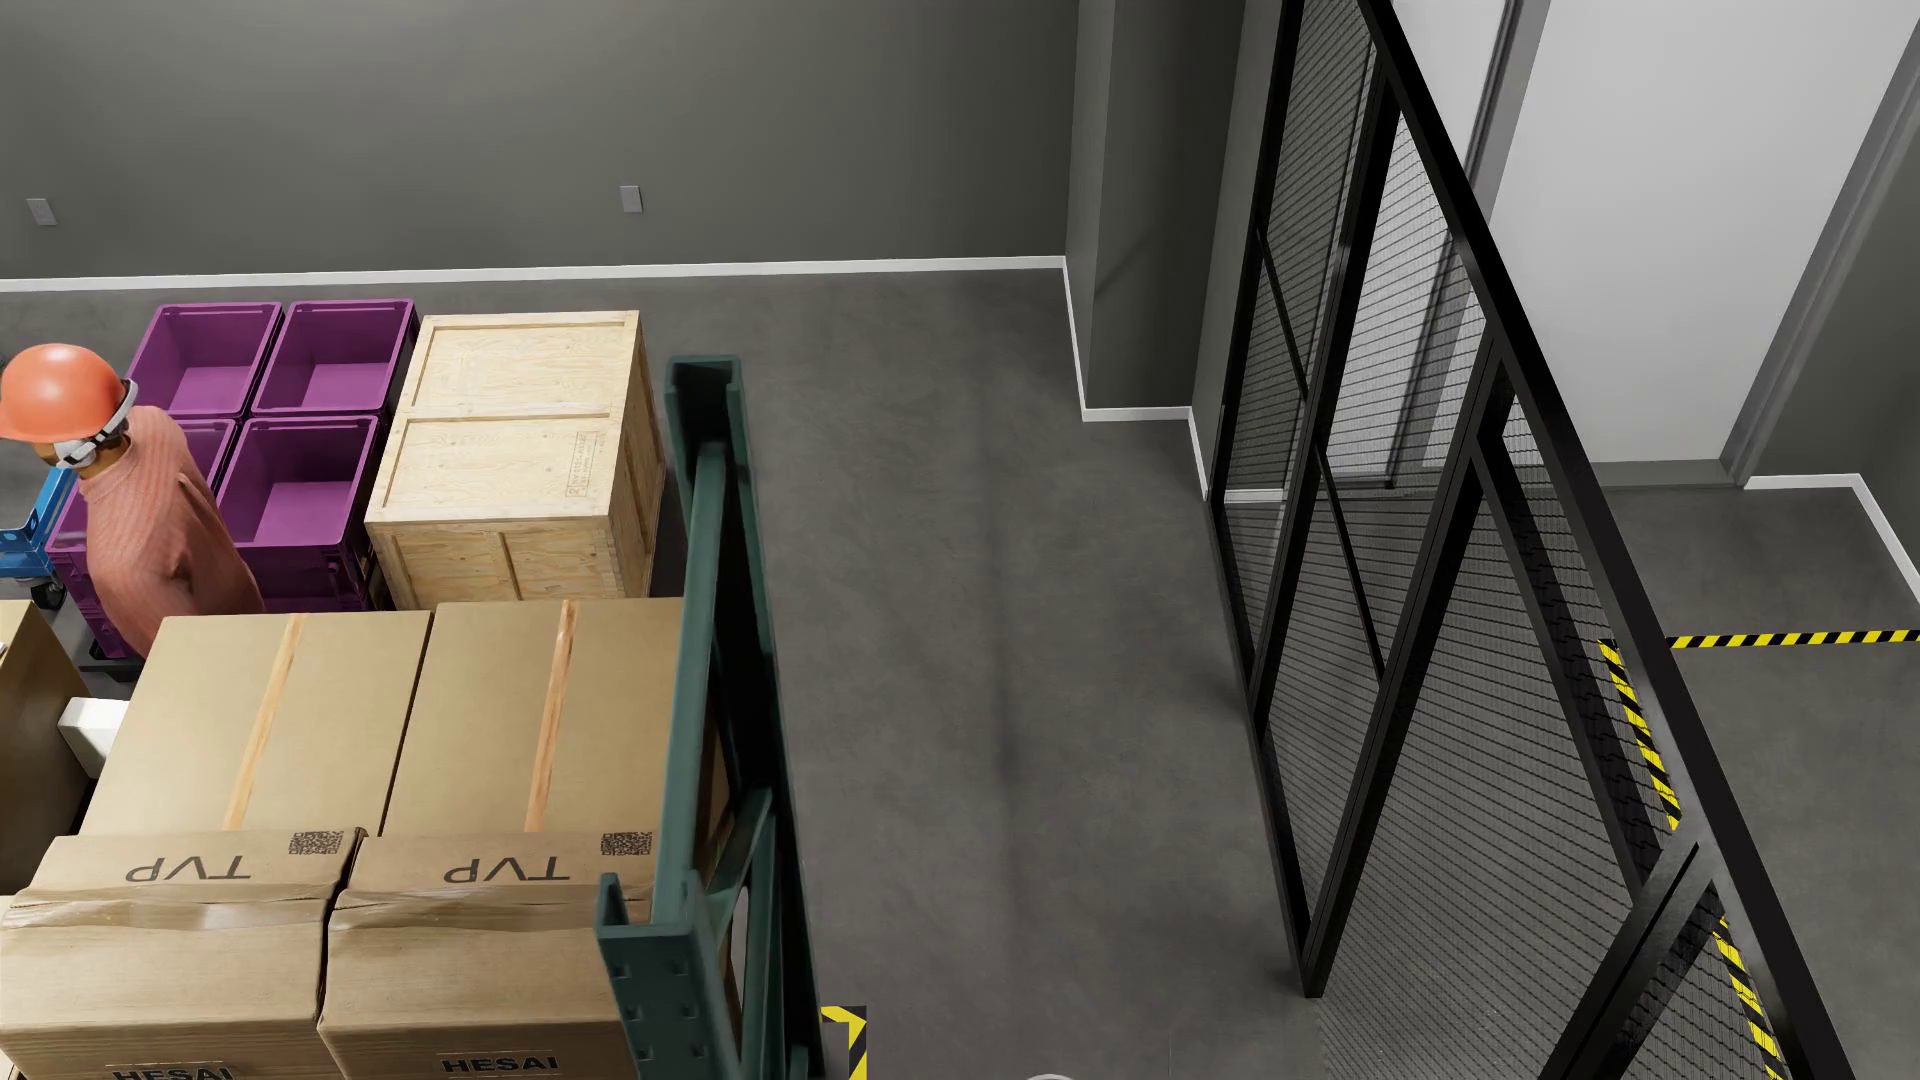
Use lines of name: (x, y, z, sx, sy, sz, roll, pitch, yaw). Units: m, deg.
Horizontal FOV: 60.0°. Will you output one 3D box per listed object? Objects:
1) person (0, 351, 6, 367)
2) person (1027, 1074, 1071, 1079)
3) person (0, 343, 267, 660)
person: (-4.036, -1.265, 5.965, 0.371, 1.940, 0.630, -3, 46, -3)
person: (0.139, 1.562, 3.345, 0.588, 1.822, 0.403, -10, 47, -10)
person: (-2.047, 0.267, 4.462, 0.392, 1.995, 0.612, -11, 47, -10)
